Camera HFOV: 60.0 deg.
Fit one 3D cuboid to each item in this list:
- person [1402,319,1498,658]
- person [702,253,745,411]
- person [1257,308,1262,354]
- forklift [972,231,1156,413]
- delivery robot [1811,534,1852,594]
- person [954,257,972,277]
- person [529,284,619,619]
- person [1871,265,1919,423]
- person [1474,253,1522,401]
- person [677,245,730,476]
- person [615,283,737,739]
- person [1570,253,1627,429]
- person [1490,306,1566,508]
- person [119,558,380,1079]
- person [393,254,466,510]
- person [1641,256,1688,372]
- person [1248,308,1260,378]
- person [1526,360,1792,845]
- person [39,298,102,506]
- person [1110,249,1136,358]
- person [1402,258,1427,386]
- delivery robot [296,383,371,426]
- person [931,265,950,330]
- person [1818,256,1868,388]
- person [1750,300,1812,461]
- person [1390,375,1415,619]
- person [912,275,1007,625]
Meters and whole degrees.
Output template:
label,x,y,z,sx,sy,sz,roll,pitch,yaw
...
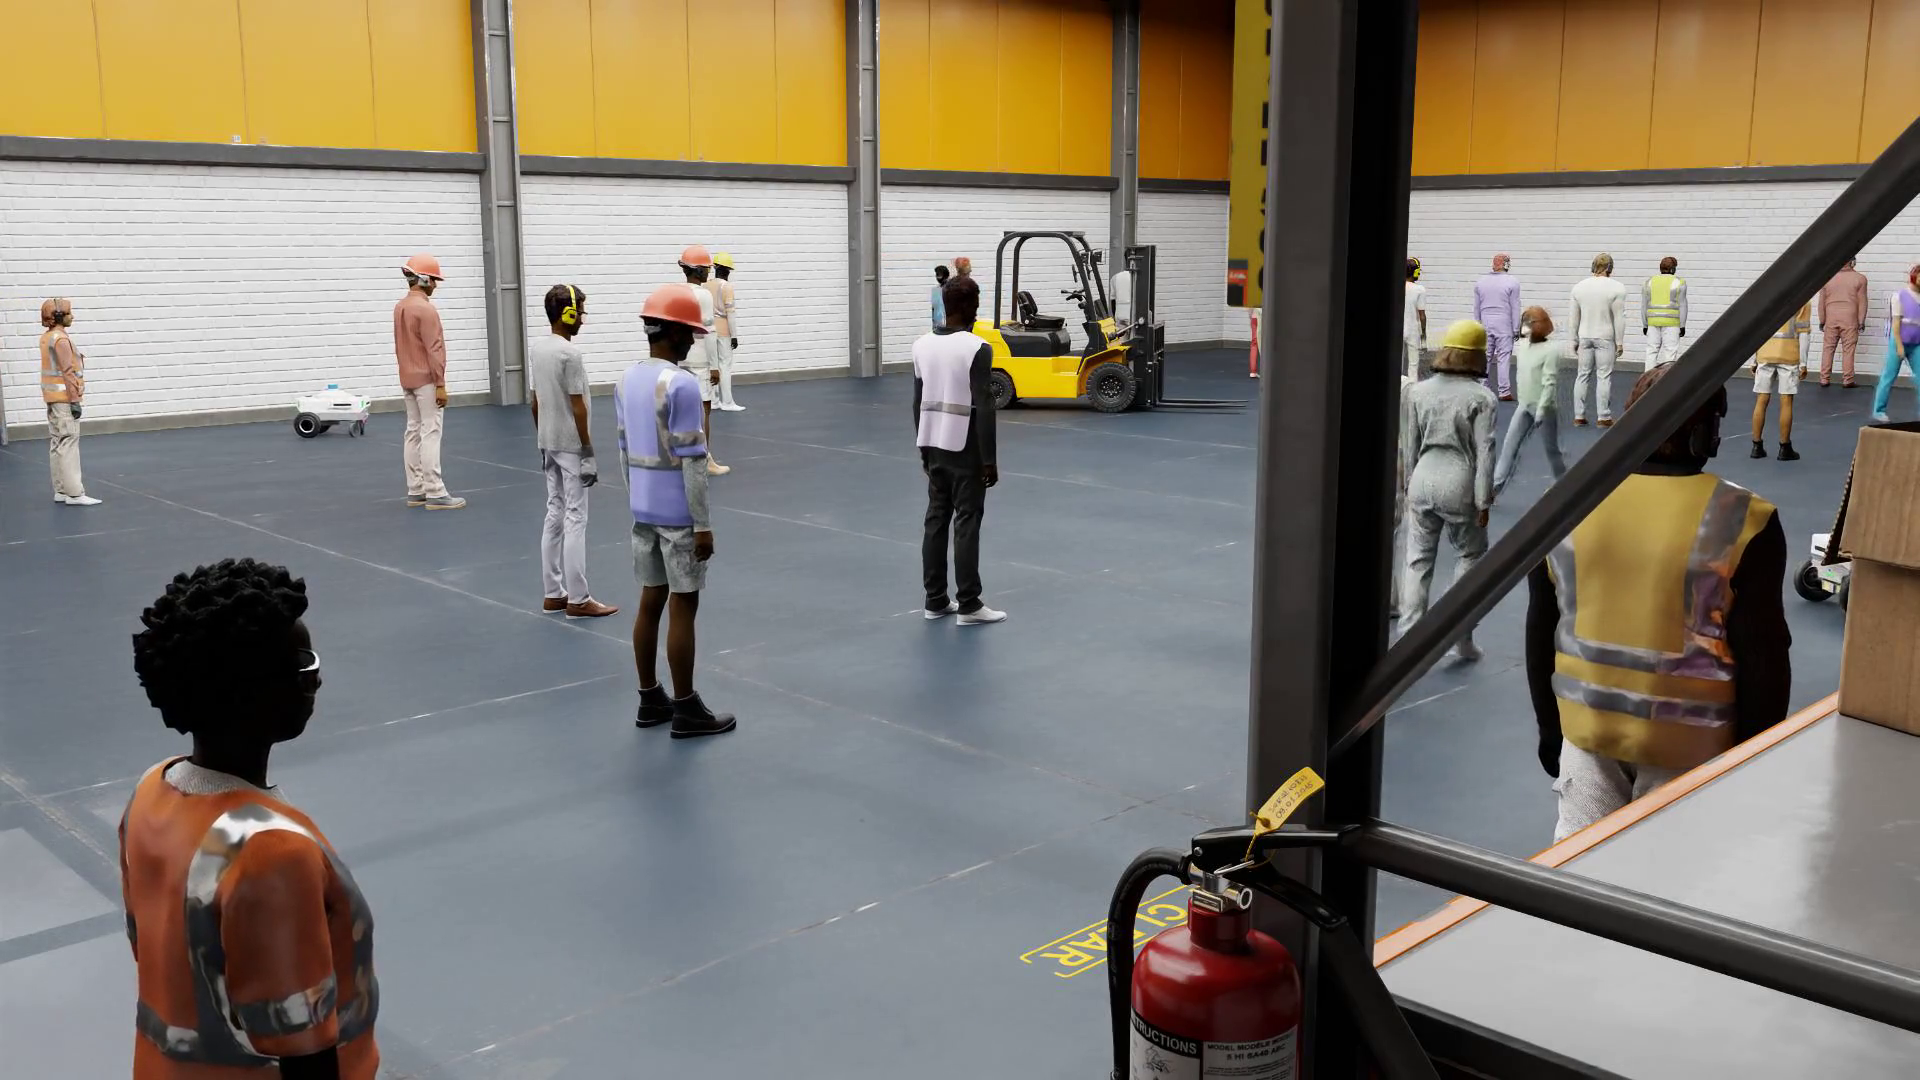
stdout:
label,x,y,z,sx,sy,sz,roll,pitch,yaw
person,2.445,-0.233,8.287,0.513,1.720,0.569,9,14,41
person,-2.895,-2.524,20.244,0.375,1.919,0.584,-10,14,-43
person,3.359,-1.929,17.256,0.403,1.823,0.586,-10,14,-43
forklift,1.222,-2.721,20.561,2.313,2.155,1.214,2,11,13
delivery robot,5.265,0.080,9.505,0.707,0.478,0.477,-1,11,-7
person,-0.071,-2.974,22.913,0.945,1.849,0.588,1,10,6
person,-2.187,-0.491,9.306,0.329,1.865,0.510,-10,14,-43
person,10.702,-2.171,18.660,0.574,1.794,0.967,-2,11,-12
person,6.953,-2.741,21.476,0.409,1.903,0.639,-10,14,-43
person,-2.328,-1.585,14.779,0.375,2.044,0.605,-10,14,-43
person,-1.222,-0.120,7.106,0.368,1.929,0.542,-10,14,-43
person,7.068,-2.202,18.443,0.373,1.935,0.628,-10,14,-43
person,4.396,-1.011,12.880,0.886,1.575,0.523,-4,11,-20
person,-0.989,0.864,2.373,0.319,1.696,0.532,-10,14,-43
person,-4.179,-1.232,13.010,0.388,1.987,0.608,-10,14,-43
person,9.608,-2.932,22.678,0.429,1.844,0.623,-10,14,-43
person,4.529,-3.273,24.761,0.321,1.761,0.522,-10,14,-43
person,1.680,0.487,4.036,0.429,1.844,0.623,-10,14,-43
person,-7.089,-1.087,13.166,0.308,1.641,0.511,-10,14,-43
person,2.364,-3.076,23.143,0.371,1.959,0.602,-10,14,-43
person,5.266,-2.368,19.522,0.329,1.872,0.510,-10,14,-43
delivery robot,-6.670,-1.428,17.729,0.707,0.478,0.477,-1,11,-7
person,-0.235,-3.303,25.120,0.556,1.680,0.368,9,14,40
person,12.386,-3.085,23.333,0.409,1.908,0.639,-10,14,-43
person,7.800,-1.724,15.825,0.358,1.938,0.542,-10,14,-43
person,2.319,-0.377,9.294,0.308,1.641,0.511,-10,14,-43
person,-0.025,-0.487,9.147,0.393,1.915,0.589,-10,14,-43
